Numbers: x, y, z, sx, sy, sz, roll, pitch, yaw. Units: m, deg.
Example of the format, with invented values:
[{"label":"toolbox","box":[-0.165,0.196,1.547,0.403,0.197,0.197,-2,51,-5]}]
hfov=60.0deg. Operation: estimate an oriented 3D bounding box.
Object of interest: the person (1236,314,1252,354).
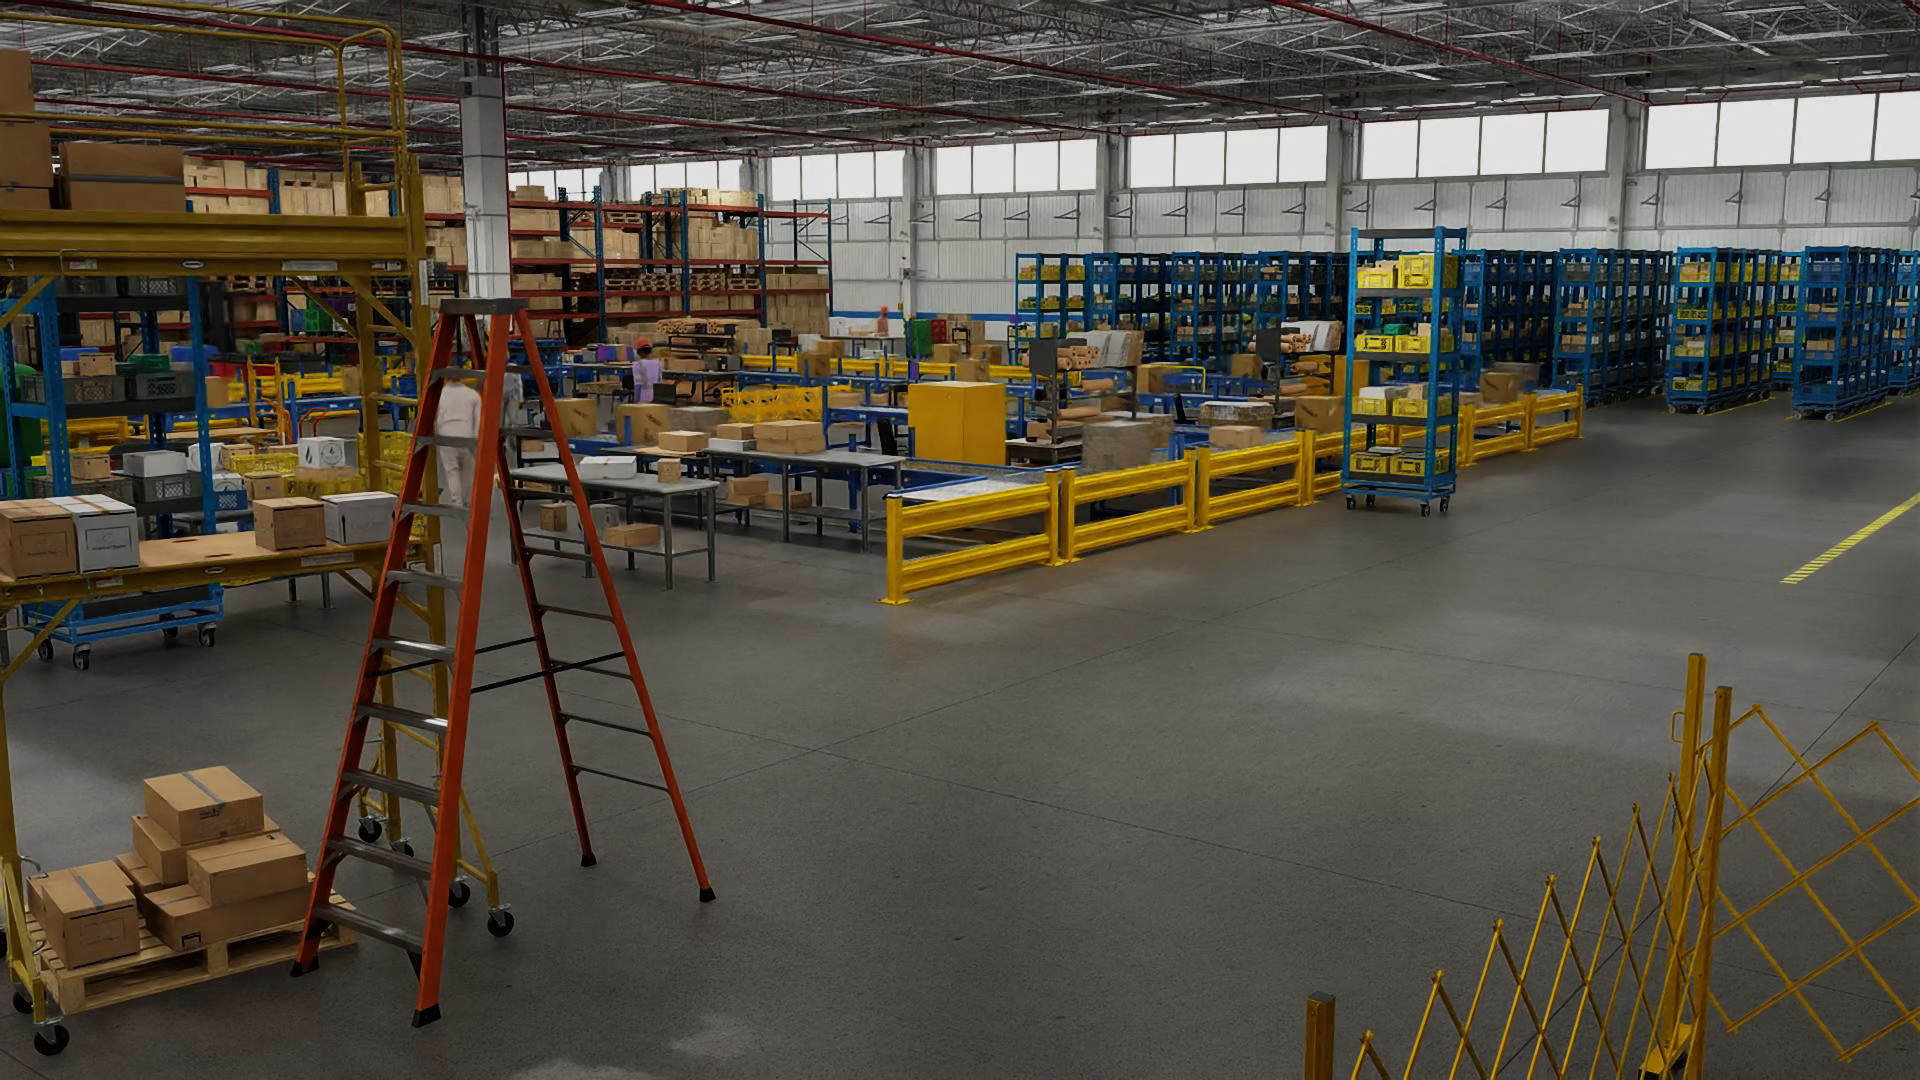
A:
[{"label":"person","box":[8.815,-6.081,51.422,0.945,1.779,0.613,7,11,36]}]

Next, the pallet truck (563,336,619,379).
[{"label":"pallet truck","box":[-10.690,-5.294,48.215,1.601,1.201,0.680,-5,10,-26]}]

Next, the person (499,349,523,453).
[{"label":"person","box":[-7.680,-2.354,28.087,0.614,1.796,0.848,-3,10,-19]}]

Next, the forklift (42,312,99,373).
[{"label":"forklift","box":[-23.779,-5.451,44.052,1.873,2.768,1.129,7,11,36]}]

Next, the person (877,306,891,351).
[{"label":"person","box":[-2.532,-6.752,54.995,0.478,1.971,0.633,4,10,23]}]

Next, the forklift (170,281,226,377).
[{"label":"forklift","box":[-20.261,-5.597,44.961,1.129,2.768,1.873,7,11,37]}]

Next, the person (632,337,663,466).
[{"label":"person","box":[-4.969,-2.189,26.306,0.388,2.039,0.613,6,11,33]}]

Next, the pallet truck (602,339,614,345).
[{"label":"pallet truck","box":[-8.991,-4.871,45.351,0.653,1.274,1.630,7,11,37]}]

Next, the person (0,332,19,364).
[{"label":"person","box":[-23.749,-4.424,41.519,0.280,1.635,0.500,8,12,41]}]

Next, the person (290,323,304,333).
[{"label":"person","box":[-19.236,-5.545,48.273,0.542,1.713,0.922,5,10,29]}]

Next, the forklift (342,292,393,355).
[{"label":"forklift","box":[-16.485,-5.622,45.120,1.129,2.768,1.873,7,11,37]}]

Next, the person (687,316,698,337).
[{"label":"person","box":[-8.436,-6.102,51.705,0.523,1.726,0.857,-7,12,-38]}]

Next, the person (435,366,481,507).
[{"label":"person","box":[-6.460,-1.282,21.189,0.664,1.857,0.964,-5,10,-28]}]
